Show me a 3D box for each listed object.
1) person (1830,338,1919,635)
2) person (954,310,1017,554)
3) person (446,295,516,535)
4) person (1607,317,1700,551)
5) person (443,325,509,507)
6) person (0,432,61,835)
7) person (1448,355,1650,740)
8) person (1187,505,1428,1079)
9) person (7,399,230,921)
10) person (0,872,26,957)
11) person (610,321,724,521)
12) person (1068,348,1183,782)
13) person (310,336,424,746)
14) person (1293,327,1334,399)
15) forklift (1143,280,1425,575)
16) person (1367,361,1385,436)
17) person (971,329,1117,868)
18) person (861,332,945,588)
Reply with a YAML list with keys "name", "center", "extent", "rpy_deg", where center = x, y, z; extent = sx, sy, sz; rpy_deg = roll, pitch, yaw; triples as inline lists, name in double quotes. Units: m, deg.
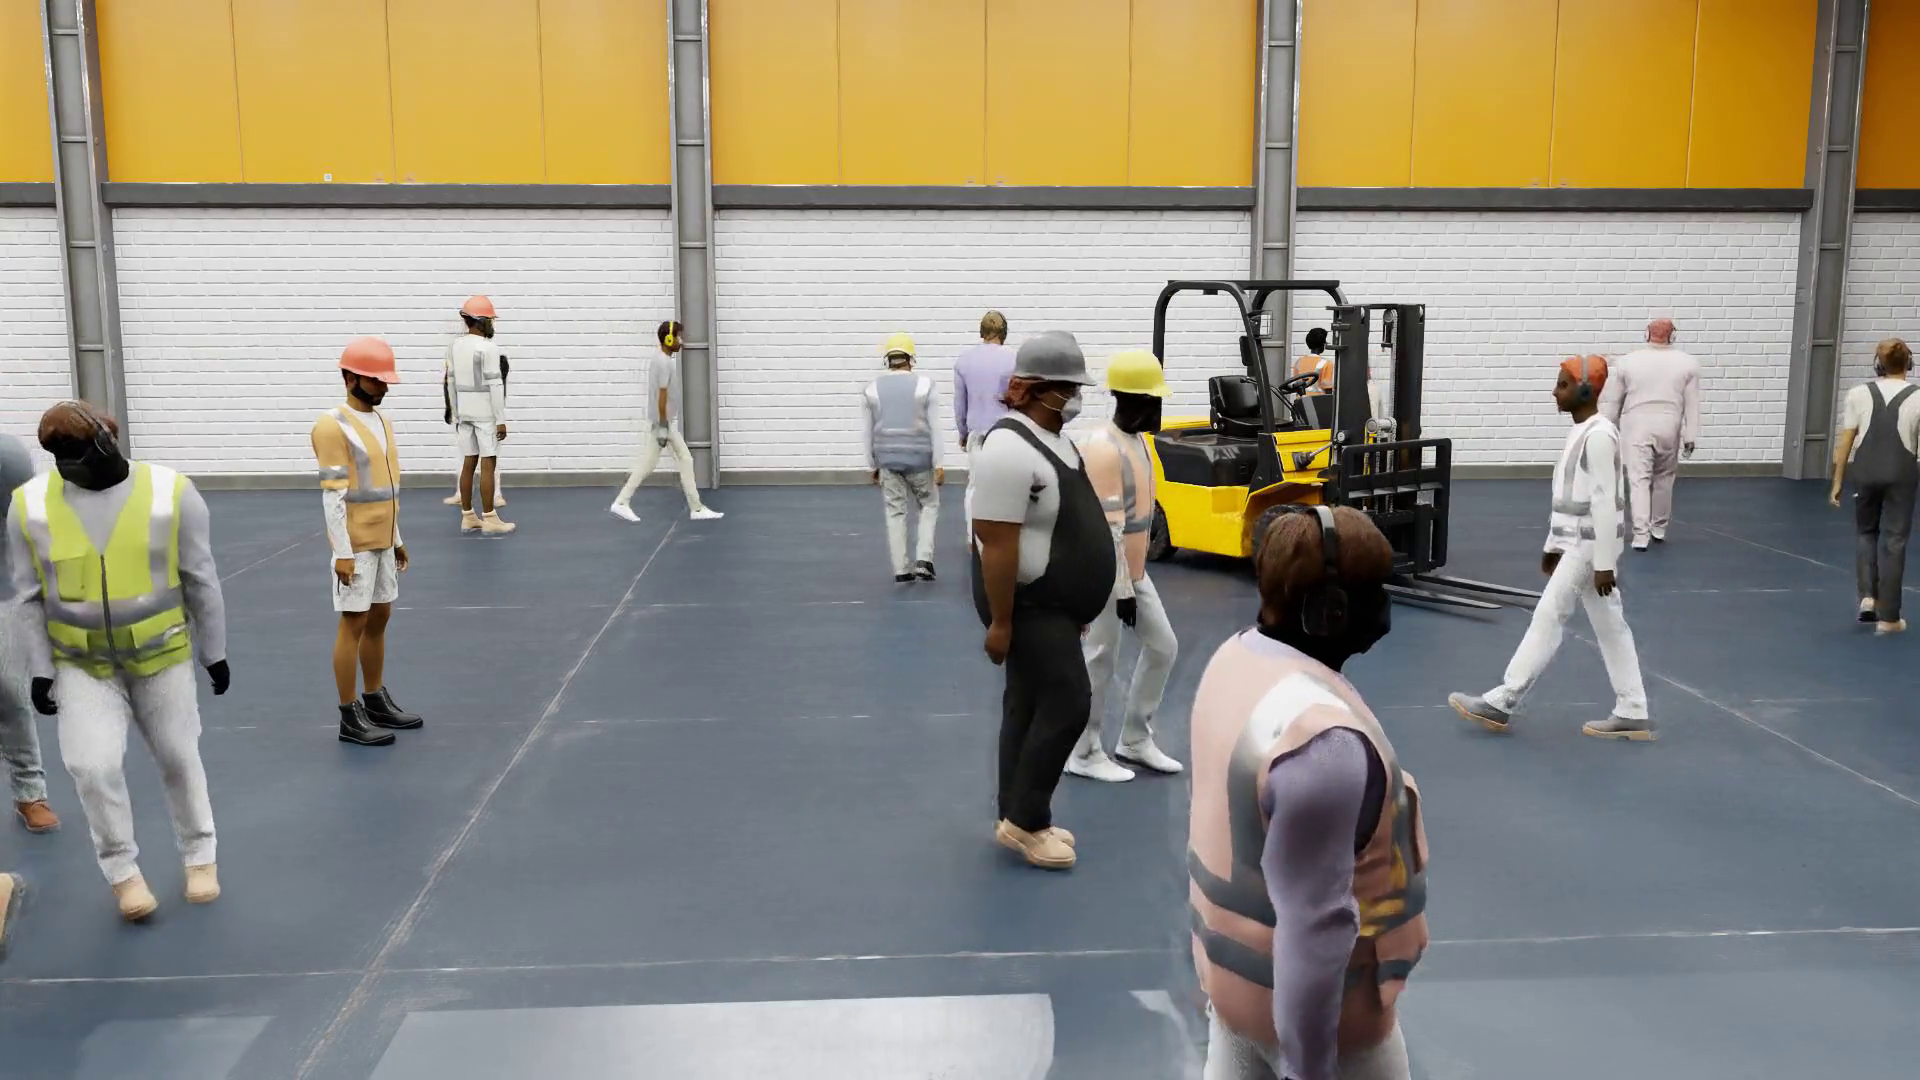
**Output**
- name: "person"
  center: [5.760, -0.330, 10.302]
  extent: [0.647, 1.821, 0.448]
  rpy_deg: [8, 12, 40]
- name: "person"
  center: [0.254, -0.837, 13.137]
  extent: [0.637, 1.936, 0.355]
  rpy_deg: [5, 10, 30]
- name: "person"
  center: [-4.097, -1.067, 14.252]
  extent: [0.615, 2.041, 0.386]
  rpy_deg: [6, 11, 34]
- name: "person"
  center: [5.637, -0.873, 13.599]
  extent: [0.656, 1.862, 0.933]
  rpy_deg: [2, 9, 12]
- name: "person"
  center: [-4.675, -1.202, 15.885]
  extent: [0.746, 1.809, 0.433]
  rpy_deg: [2, 9, 15]
- name: "person"
  center: [-3.796, 0.275, 6.294]
  extent: [0.673, 1.887, 0.728]
  rpy_deg: [-6, 11, -31]
- name: "person"
  center: [2.873, 0.040, 7.949]
  extent: [0.977, 1.829, 0.597]
  rpy_deg: [3, 9, 17]
- name: "person"
  center: [0.573, 0.823, 3.115]
  extent: [0.875, 1.811, 0.630]
  rpy_deg: [-1, 9, -6]
- name: "person"
  center: [-2.860, 0.414, 5.709]
  extent: [0.652, 1.805, 0.551]
  rpy_deg: [-3, 10, -20]
- name: "person"
  center: [-3.196, 0.457, 4.770]
  extent: [0.635, 2.016, 0.730]
  rpy_deg: [4, 10, 25]
- name: "person"
  center: [-2.695, -1.062, 14.964]
  extent: [0.993, 1.817, 0.532]
  rpy_deg: [-3, 10, -20]
- name: "person"
  center: [0.734, 0.132, 7.138]
  extent: [0.621, 1.902, 0.603]
  rpy_deg: [4, 10, 22]
- name: "person"
  center: [-2.801, 0.000, 7.915]
  extent: [0.373, 1.928, 0.543]
  rpy_deg: [2, 9, 10]
- name: "person"
  center: [3.576, -1.301, 16.830]
  extent: [0.320, 1.694, 0.532]
  rpy_deg: [-5, 10, -29]
- name: "forklift"
  center: [2.301, -0.860, 12.475]
  extent: [1.214, 2.155, 2.313]
  rpy_deg: [-6, 11, -35]
- name: "person"
  center: [3.224, -0.702, 13.386]
  extent: [0.865, 1.589, 0.533]
  rpy_deg: [9, 13, 44]
- name: "person"
  center: [0.325, 0.205, 6.274]
  extent: [0.554, 2.000, 0.686]
  rpy_deg: [2, 9, 14]
- name: "person"
  center: [-0.393, -0.564, 11.819]
  extent: [0.606, 1.806, 0.453]
  rpy_deg: [2, 9, 12]
